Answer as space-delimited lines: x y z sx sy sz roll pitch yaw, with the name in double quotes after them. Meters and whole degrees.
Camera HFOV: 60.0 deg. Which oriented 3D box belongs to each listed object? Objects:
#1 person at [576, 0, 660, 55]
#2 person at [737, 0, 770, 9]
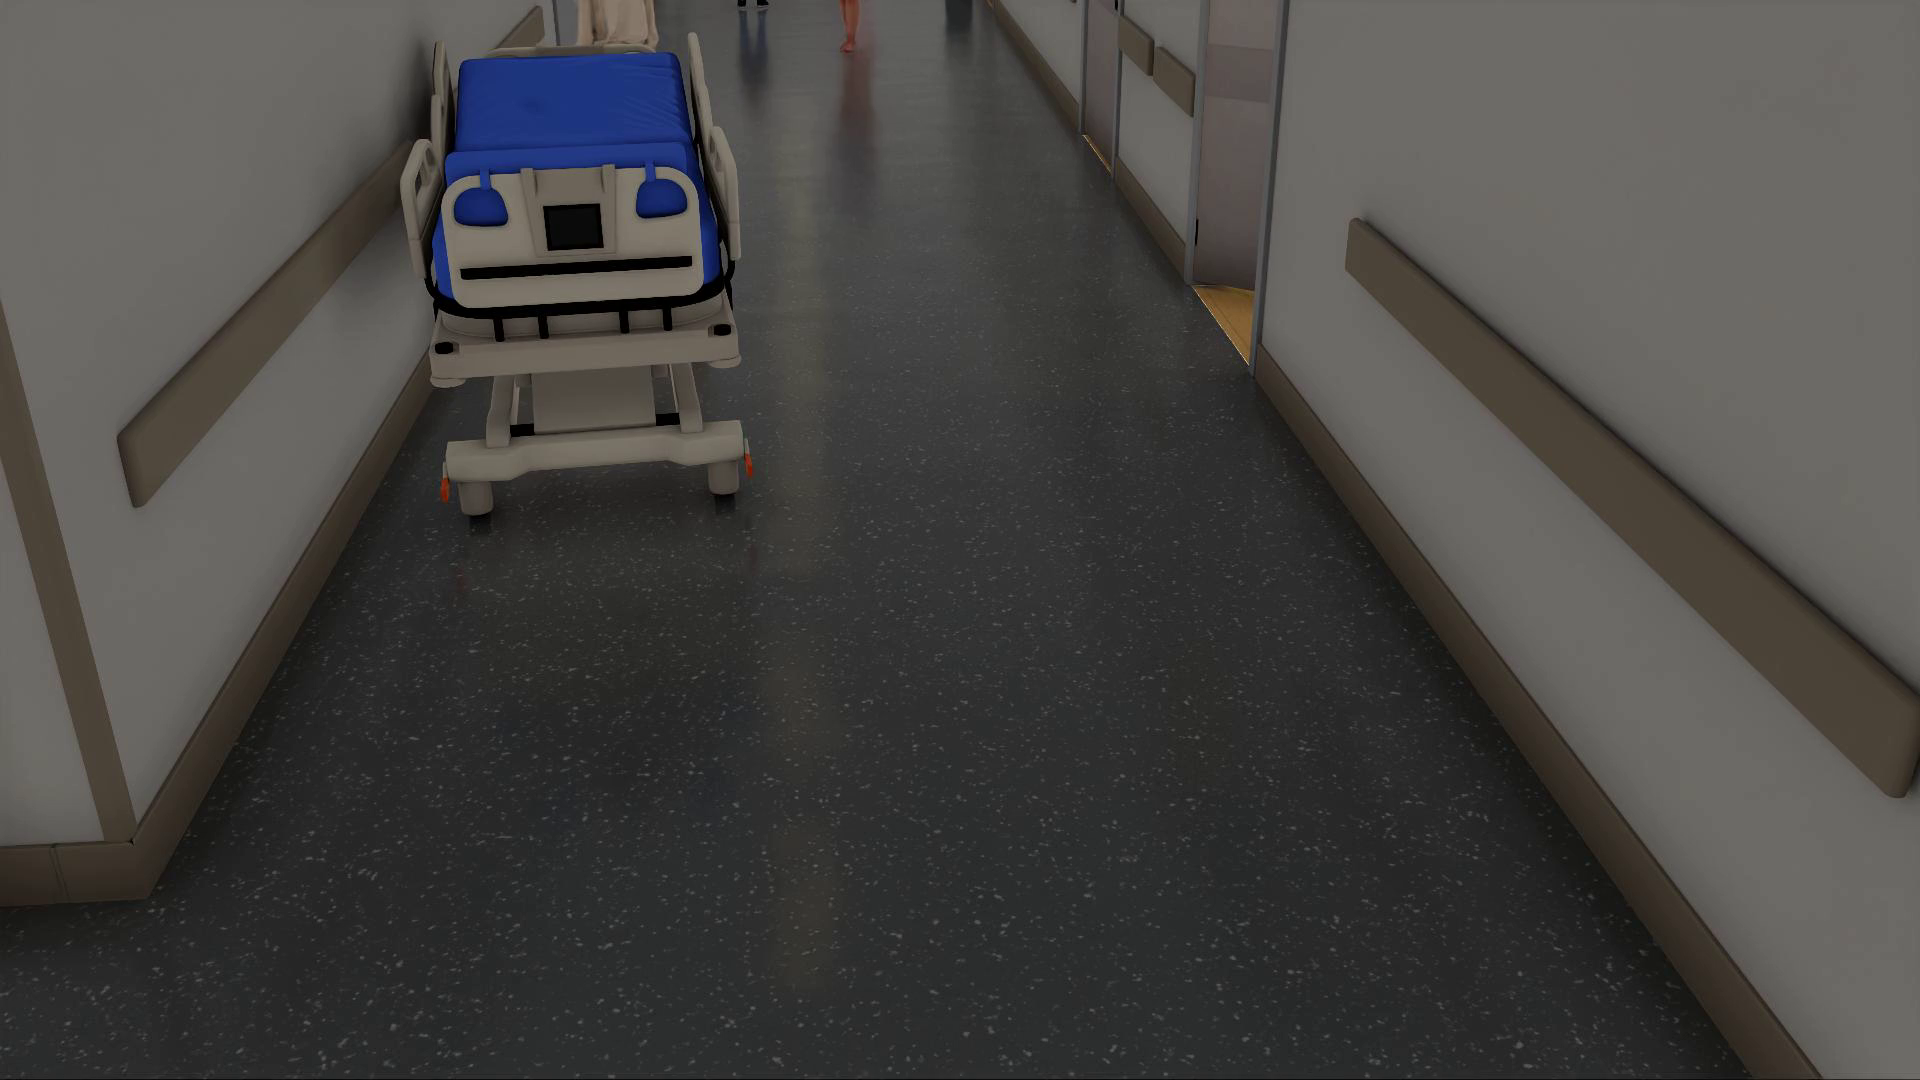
-1.822 -2.489 8.887 0.668 1.681 0.769 -17 31 -31 "person"
-2.114 -5.968 16.592 0.433 1.256 0.566 -1 26 -2 "person"
